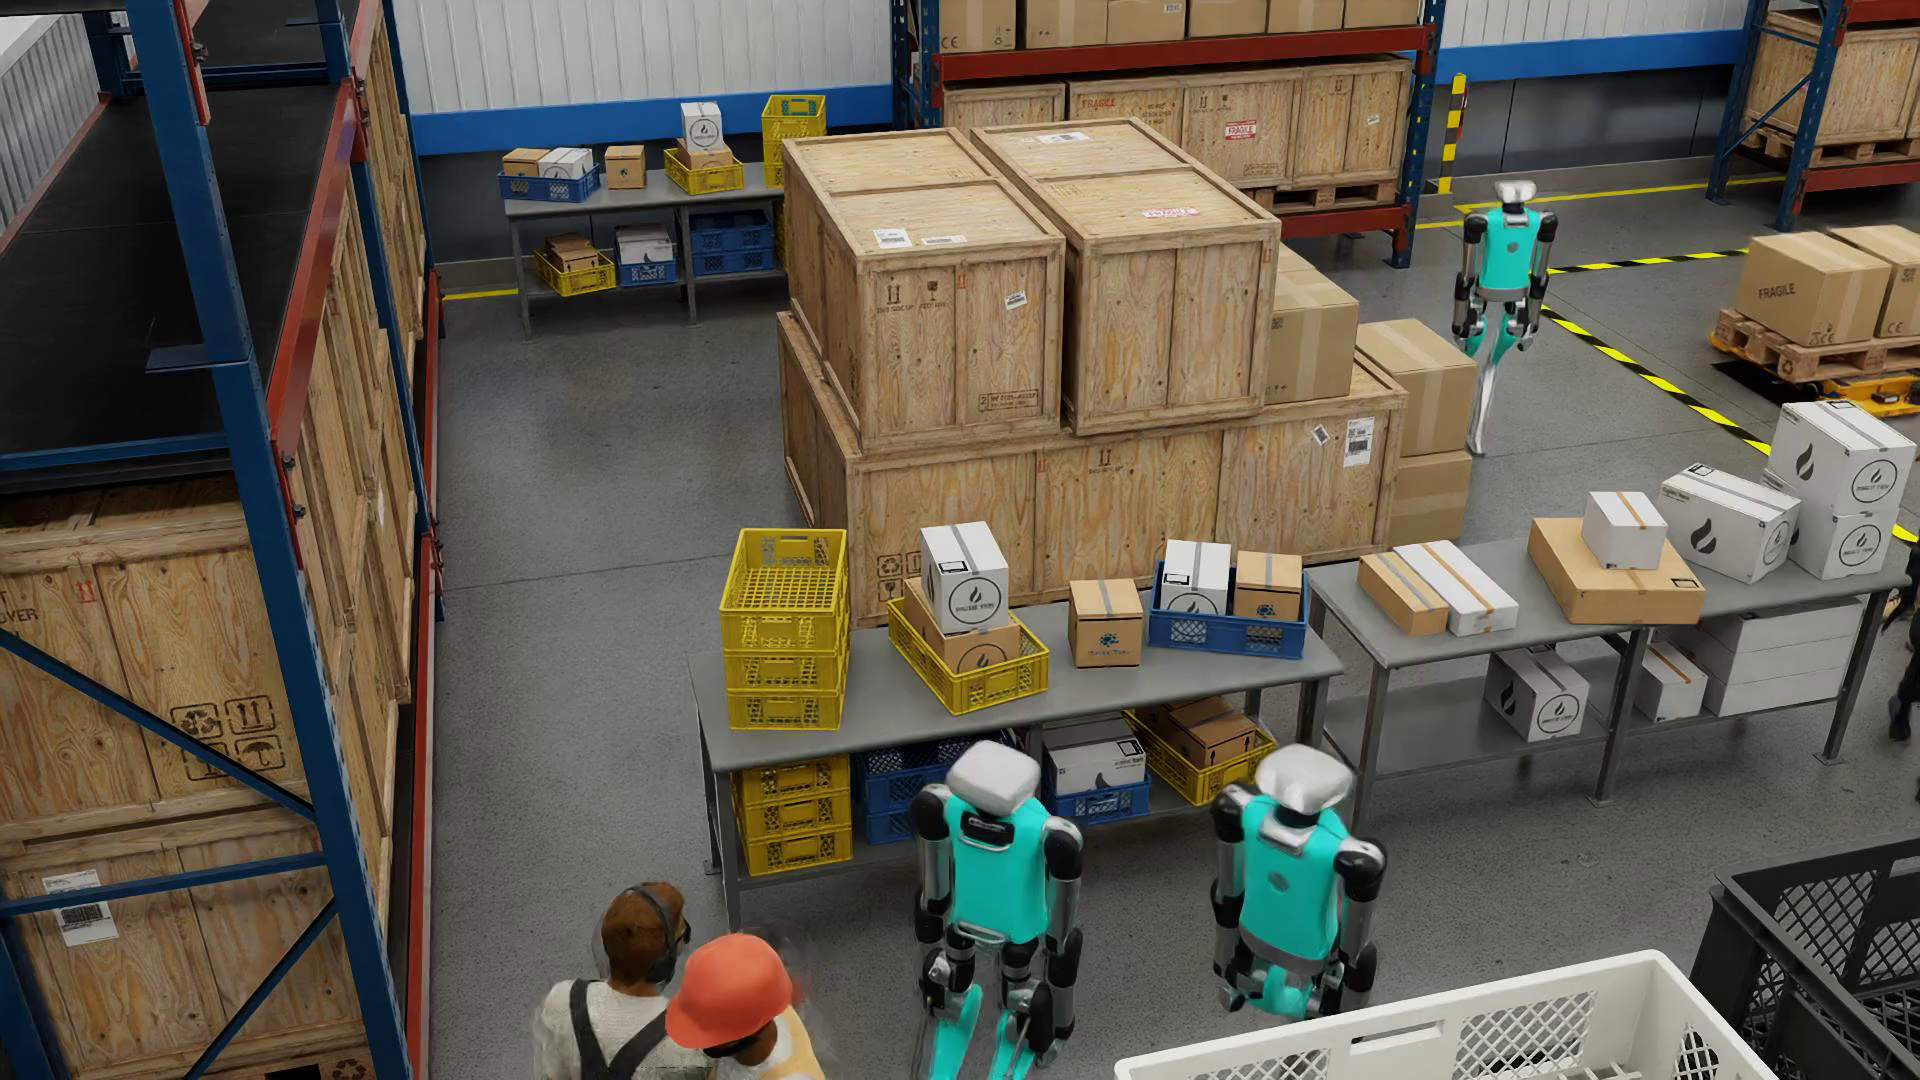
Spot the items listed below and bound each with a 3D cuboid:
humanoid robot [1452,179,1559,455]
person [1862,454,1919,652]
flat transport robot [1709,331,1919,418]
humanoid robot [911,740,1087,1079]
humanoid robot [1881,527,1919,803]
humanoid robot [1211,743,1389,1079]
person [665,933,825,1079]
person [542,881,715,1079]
[{"bbox_3d":[3.197,-1.375,10.172,0.546,1.863,0.833,1,29,2],"label":"humanoid robot"},{"bbox_3d":[4.886,-0.398,8.002,0.376,2.045,0.605,-5,29,-9],"label":"person"},{"bbox_3d":[5.827,-1.203,11.271,0.652,0.197,1.431,-7,30,-13],"label":"flat transport robot"},{"bbox_3d":[0.020,1.480,4.901,0.538,1.785,0.690,13,31,23],"label":"humanoid robot"},{"bbox_3d":[4.342,0.298,7.138,0.608,1.630,0.724,16,33,26],"label":"humanoid robot"},{"bbox_3d":[1.104,1.351,5.207,0.530,1.852,0.666,22,35,34],"label":"humanoid robot"},{"bbox_3d":[-0.432,1.714,4.342,1.002,1.883,0.537,-8,30,-14],"label":"person"},{"bbox_3d":[-0.794,1.628,4.578,0.521,1.804,0.910,11,31,20],"label":"person"}]
